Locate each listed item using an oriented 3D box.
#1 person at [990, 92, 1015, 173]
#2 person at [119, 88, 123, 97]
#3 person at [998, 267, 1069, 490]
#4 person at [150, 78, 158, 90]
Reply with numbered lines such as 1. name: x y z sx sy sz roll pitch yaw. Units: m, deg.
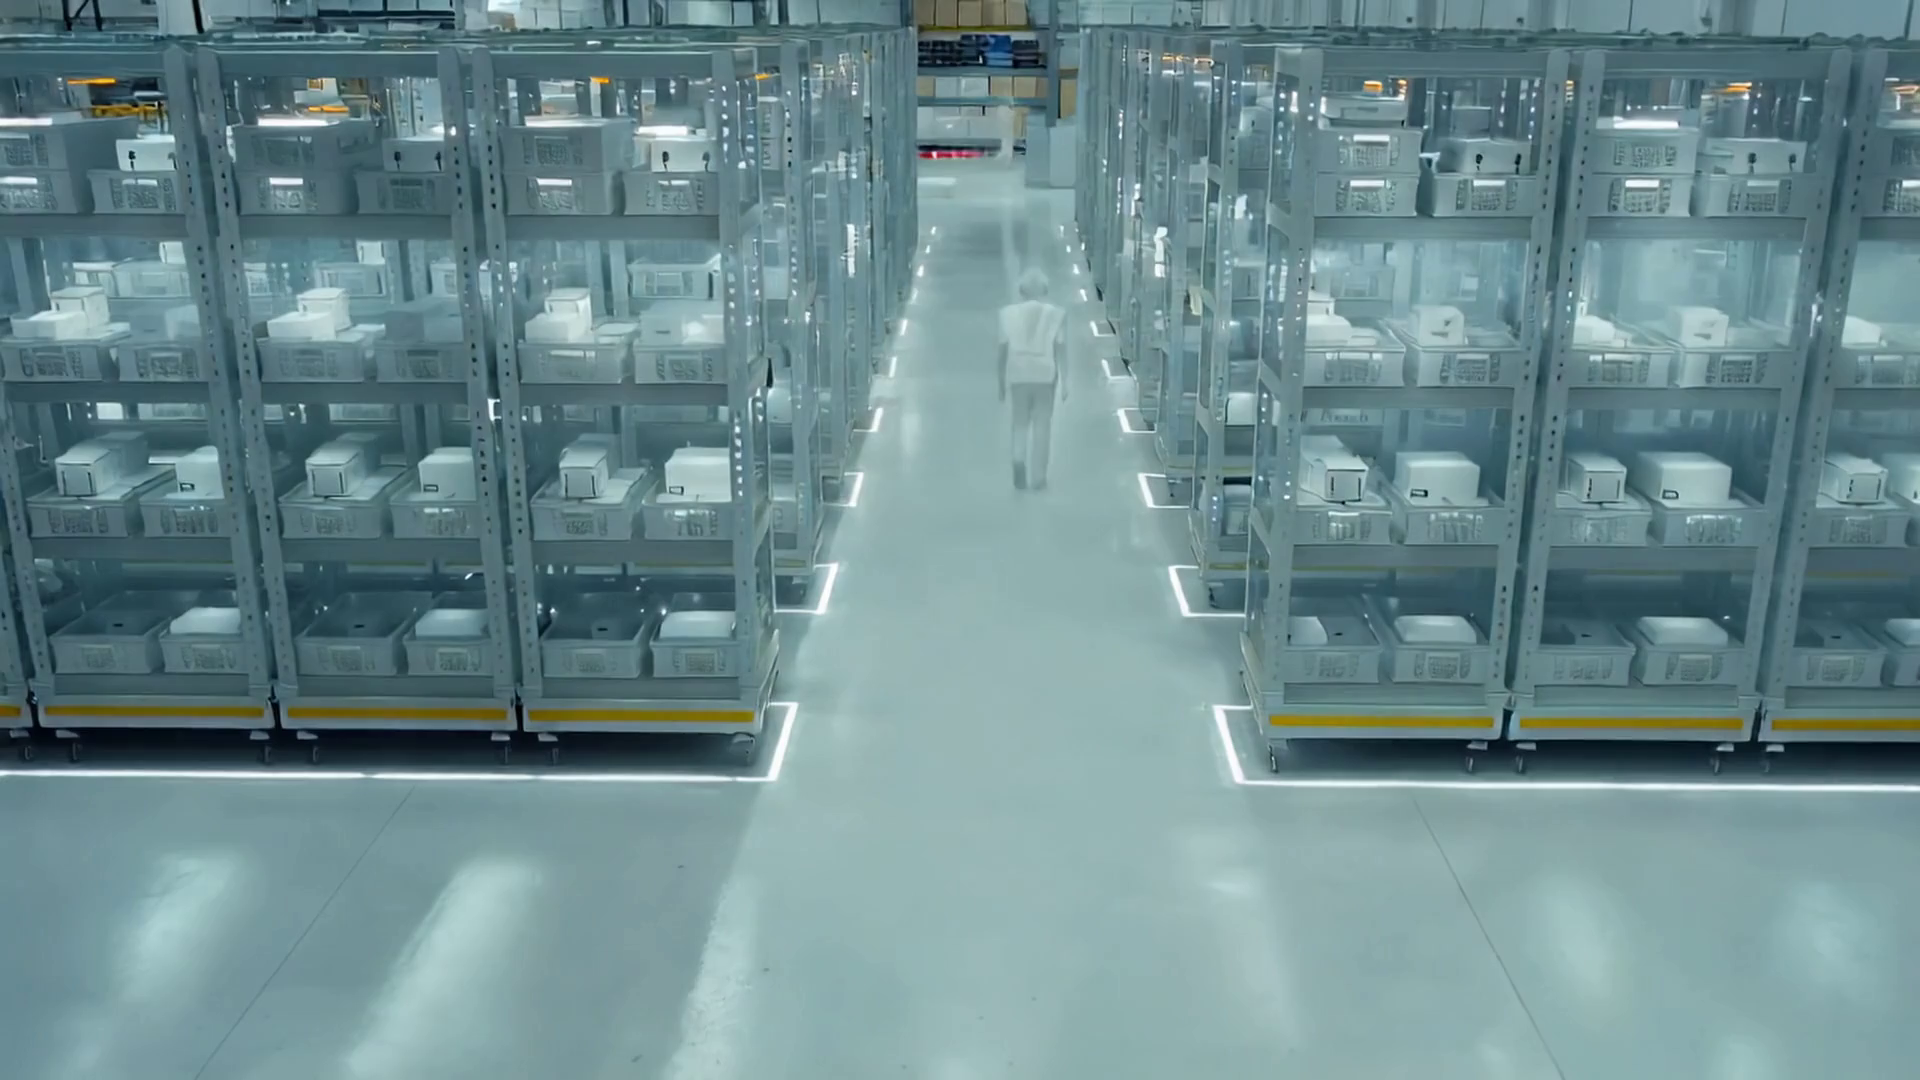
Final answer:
1. person: 1.110 -10.132 41.410 0.534 1.977 0.621 -8 19 -24
2. person: -26.691 -13.548 52.822 0.538 1.671 0.730 8 19 24
3. person: 0.592 -1.286 13.473 0.570 1.825 0.439 2 18 7
4. person: -27.927 -15.284 57.956 0.447 1.901 0.613 -7 19 -21
